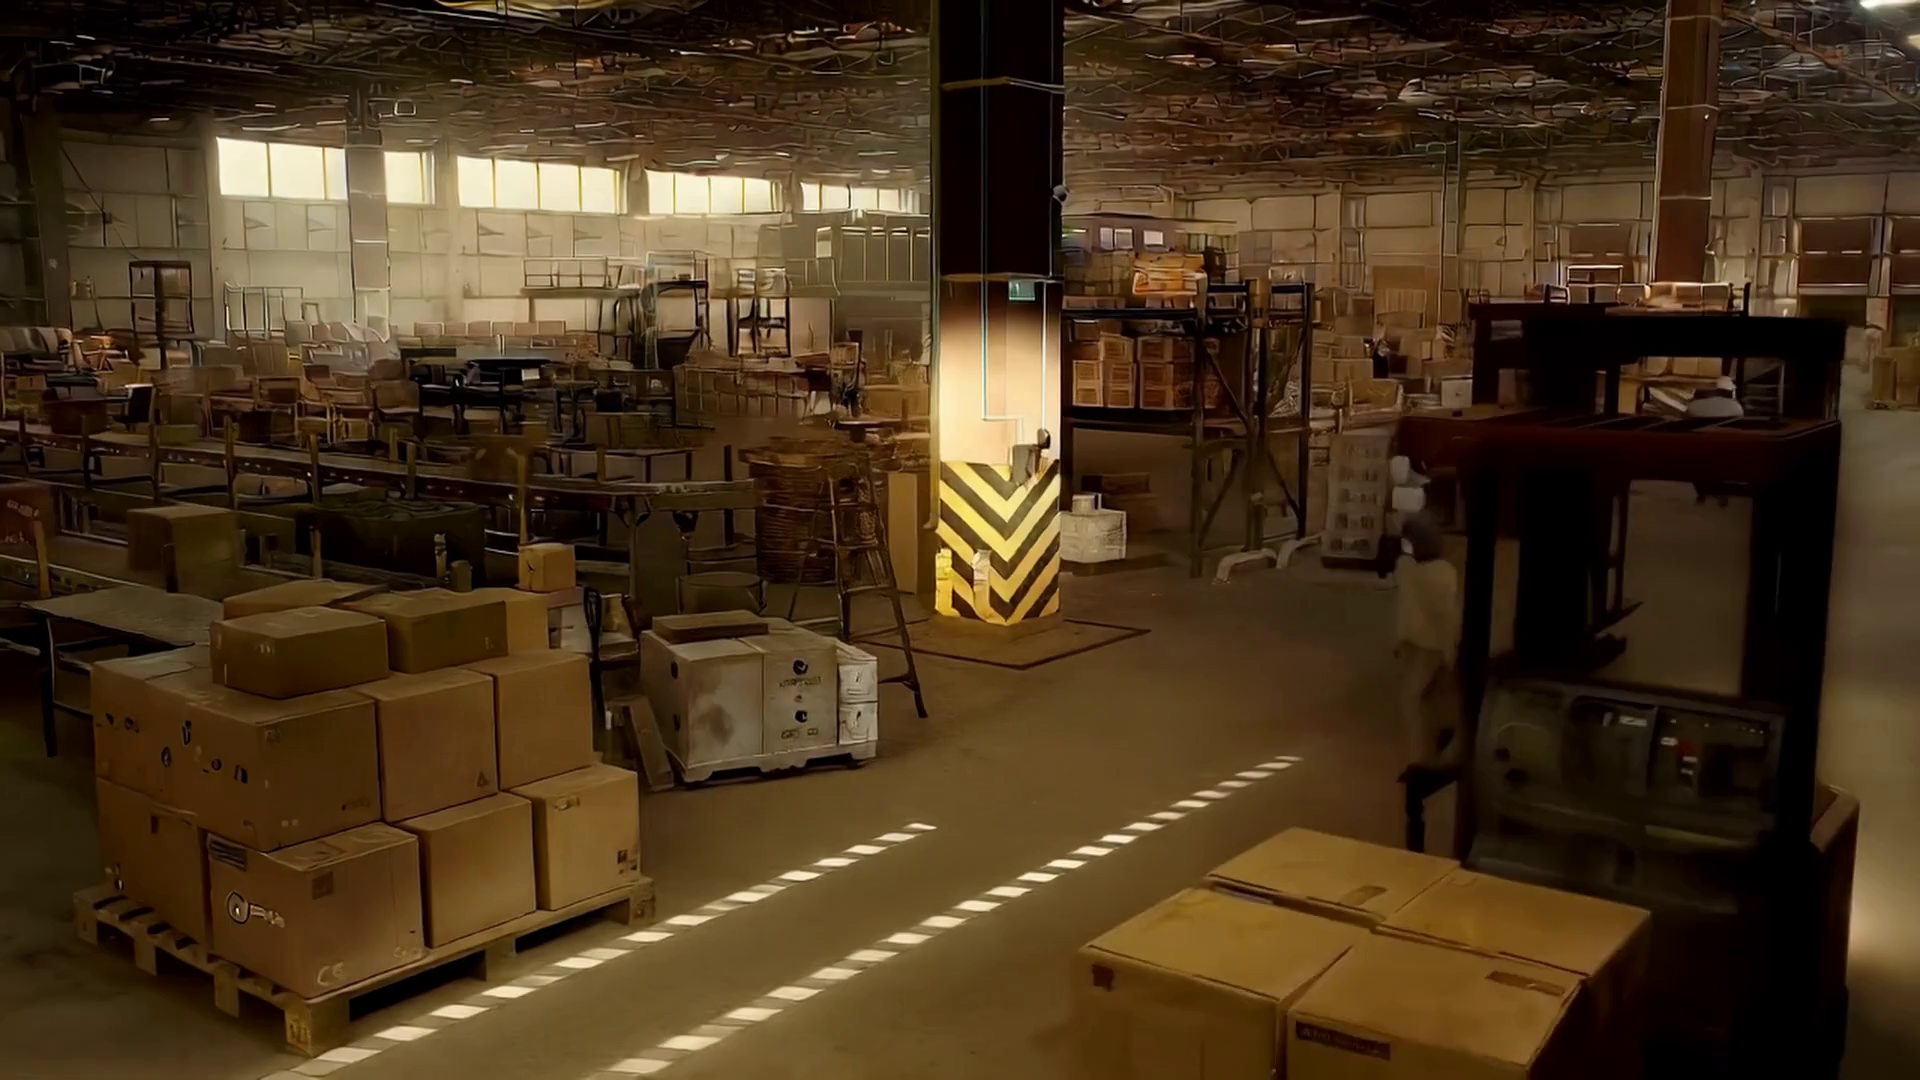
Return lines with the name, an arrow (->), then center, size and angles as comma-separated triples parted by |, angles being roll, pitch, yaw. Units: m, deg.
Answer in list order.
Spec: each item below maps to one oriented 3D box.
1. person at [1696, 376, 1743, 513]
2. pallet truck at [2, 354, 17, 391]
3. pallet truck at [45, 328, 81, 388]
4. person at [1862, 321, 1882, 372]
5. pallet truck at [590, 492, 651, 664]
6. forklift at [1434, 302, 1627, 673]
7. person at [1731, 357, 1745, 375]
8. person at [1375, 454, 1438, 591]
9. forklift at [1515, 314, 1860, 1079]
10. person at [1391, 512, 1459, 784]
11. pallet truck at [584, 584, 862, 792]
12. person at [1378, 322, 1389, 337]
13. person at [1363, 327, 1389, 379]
person -> 9.968, -1.247, 21.866 | 0.616, 1.817, 0.434 | 7, 11, 41
pallet truck -> -24.881, -4.417, 42.634 | 1.885, 1.965, 0.823 | 8, 11, 41
pallet truck -> -23.775, -4.544, 43.495 | 1.885, 1.965, 0.823 | 6, 10, 35
person -> 33.257, -7.021, 60.586 | 0.603, 1.885, 0.977 | 0, 8, -2
pallet truck -> -3.115, 0.344, 12.883 | 0.653, 1.274, 1.630 | 7, 11, 37
forklift -> 4.379, -0.438, 12.852 | 1.129, 2.768, 1.873 | 7, 11, 37
person -> 27.613, -6.813, 58.985 | 0.371, 1.941, 0.627 | -4, 10, -28
person -> 4.435, -0.324, 16.191 | 0.879, 1.643, 0.550 | -2, 9, -12
forklift -> 2.356, 0.633, 5.634 | 1.129, 2.768, 1.873 | 6, 11, 37
person -> 2.817, 0.628, 9.943 | 0.585, 1.614, 0.517 | -5, 10, -30
pallet truck -> -1.426, 0.805, 10.019 | 1.601, 1.201, 0.680 | -4, 9, -26
person -> 15.509, -7.145, 61.644 | 0.887, 1.808, 0.659 | -1, 9, -8
person -> 10.891, -4.548, 43.374 | 0.676, 2.000, 0.536 | 6, 10, 36
